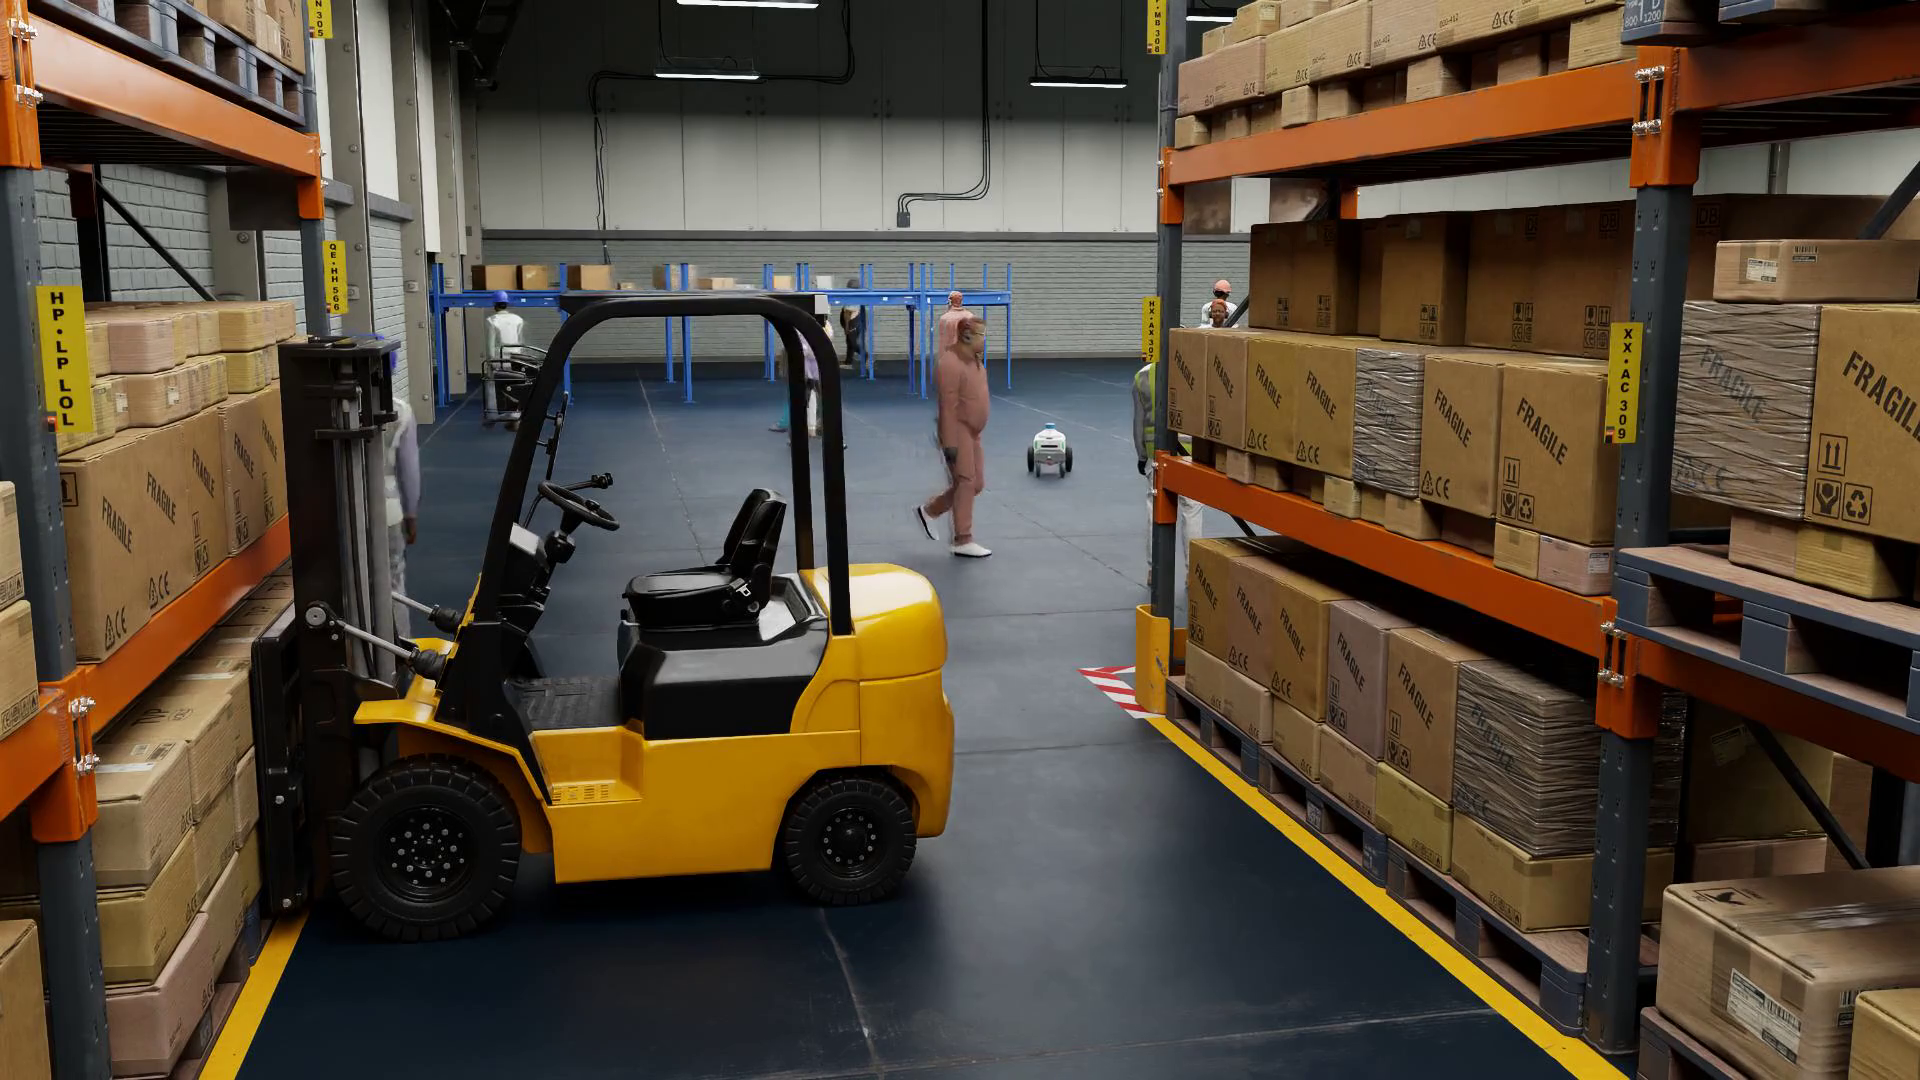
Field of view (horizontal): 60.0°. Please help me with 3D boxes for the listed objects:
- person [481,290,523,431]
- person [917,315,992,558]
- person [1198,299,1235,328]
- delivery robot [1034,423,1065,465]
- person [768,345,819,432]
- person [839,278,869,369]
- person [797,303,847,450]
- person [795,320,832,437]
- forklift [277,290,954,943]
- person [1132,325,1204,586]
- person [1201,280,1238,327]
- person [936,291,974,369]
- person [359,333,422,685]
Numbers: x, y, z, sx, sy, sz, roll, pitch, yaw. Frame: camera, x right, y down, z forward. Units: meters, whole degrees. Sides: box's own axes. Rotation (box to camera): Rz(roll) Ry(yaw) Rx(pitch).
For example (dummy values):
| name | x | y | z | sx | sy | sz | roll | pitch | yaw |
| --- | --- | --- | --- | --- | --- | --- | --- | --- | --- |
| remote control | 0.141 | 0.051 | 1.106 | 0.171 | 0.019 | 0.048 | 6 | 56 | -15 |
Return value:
| name | x | y | z | sx | sy | sz | roll | pitch | yaw |
| --- | --- | --- | --- | --- | --- | --- | --- | --- | --- |
| person | -6.383 | -2.494 | 23.104 | 0.620 | 1.925 | 0.740 | -9 | 13 | -42 |
| person | -0.044 | -0.824 | 13.056 | 0.623 | 1.884 | 0.676 | 4 | 10 | 22 |
| person | 2.933 | -1.801 | 19.042 | 0.581 | 1.887 | 0.386 | 2 | 10 | 12 |
| delivery robot | 0.984 | -1.035 | 18.215 | 0.477 | 0.478 | 0.707 | 1 | 9 | 4 |
| person | -2.237 | -2.399 | 22.942 | 0.983 | 1.797 | 0.583 | -7 | 12 | -37 |
| person | -2.292 | -4.755 | 36.662 | 0.847 | 2.000 | 0.686 | 4 | 10 | 22 |
| person | -1.796 | -2.056 | 20.630 | 0.581 | 1.867 | 1.027 | -7 | 12 | -38 |
| person | -1.989 | -2.316 | 22.272 | 0.429 | 1.841 | 0.634 | 7 | 11 | 36 |
| forklift | -1.179 | 0.175 | 6.143 | 2.313 | 2.155 | 1.214 | -2 | 10 | -12 |
| person | 1.537 | -0.597 | 11.793 | 0.622 | 1.844 | 0.429 | 4 | 10 | 25 |
| person | 4.190 | -3.153 | 26.759 | 0.615 | 2.041 | 0.385 | 5 | 11 | 30 |
| person | -0.071 | -2.576 | 23.655 | 0.639 | 1.911 | 0.406 | -7 | 12 | -38 |
| person | -3.167 | -0.134 | 8.800 | 0.622 | 1.908 | 0.530 | -3 | 10 | -20 |
